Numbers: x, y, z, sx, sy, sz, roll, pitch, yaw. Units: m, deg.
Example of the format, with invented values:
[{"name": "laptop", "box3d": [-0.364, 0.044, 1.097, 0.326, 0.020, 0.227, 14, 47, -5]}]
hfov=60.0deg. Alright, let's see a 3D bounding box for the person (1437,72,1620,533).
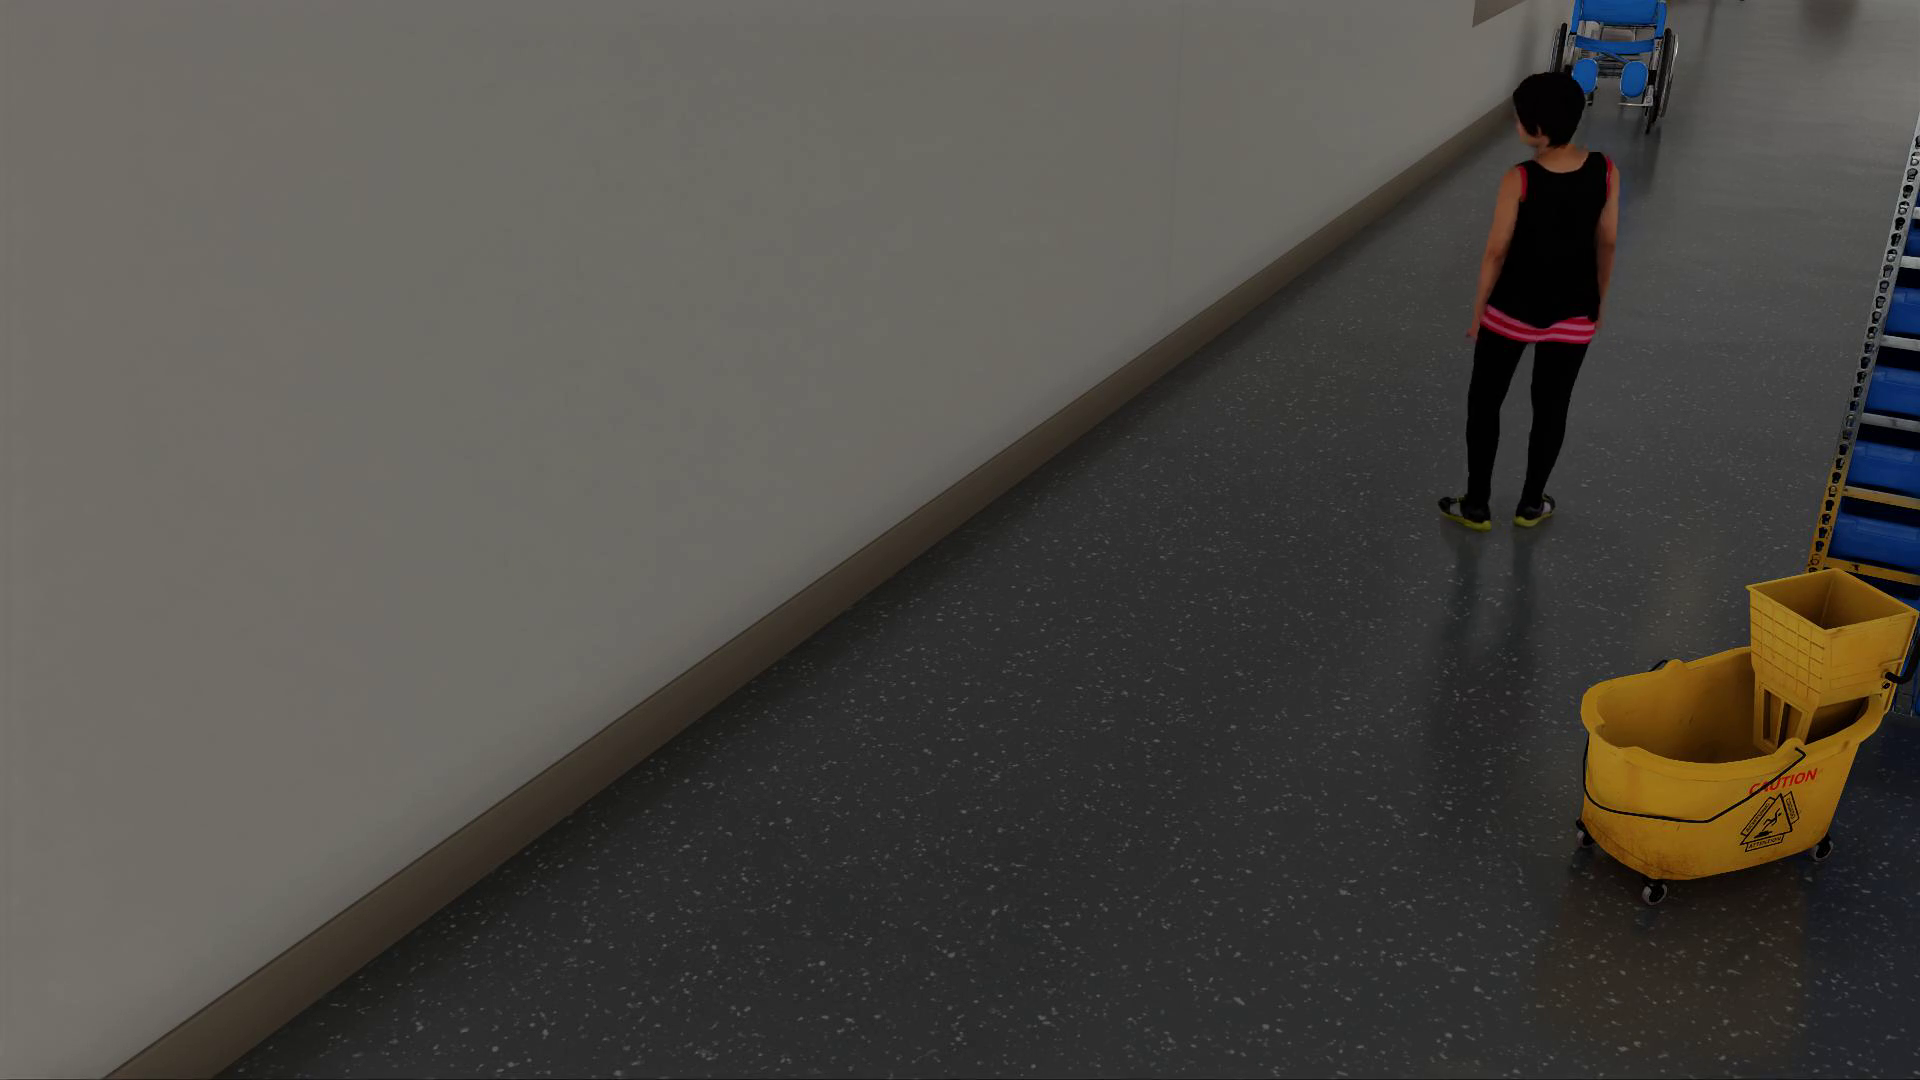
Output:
[{"name": "person", "box3d": [1.927, -0.761, 5.476, 0.617, 1.531, 0.744, 9, 27, 18]}]
